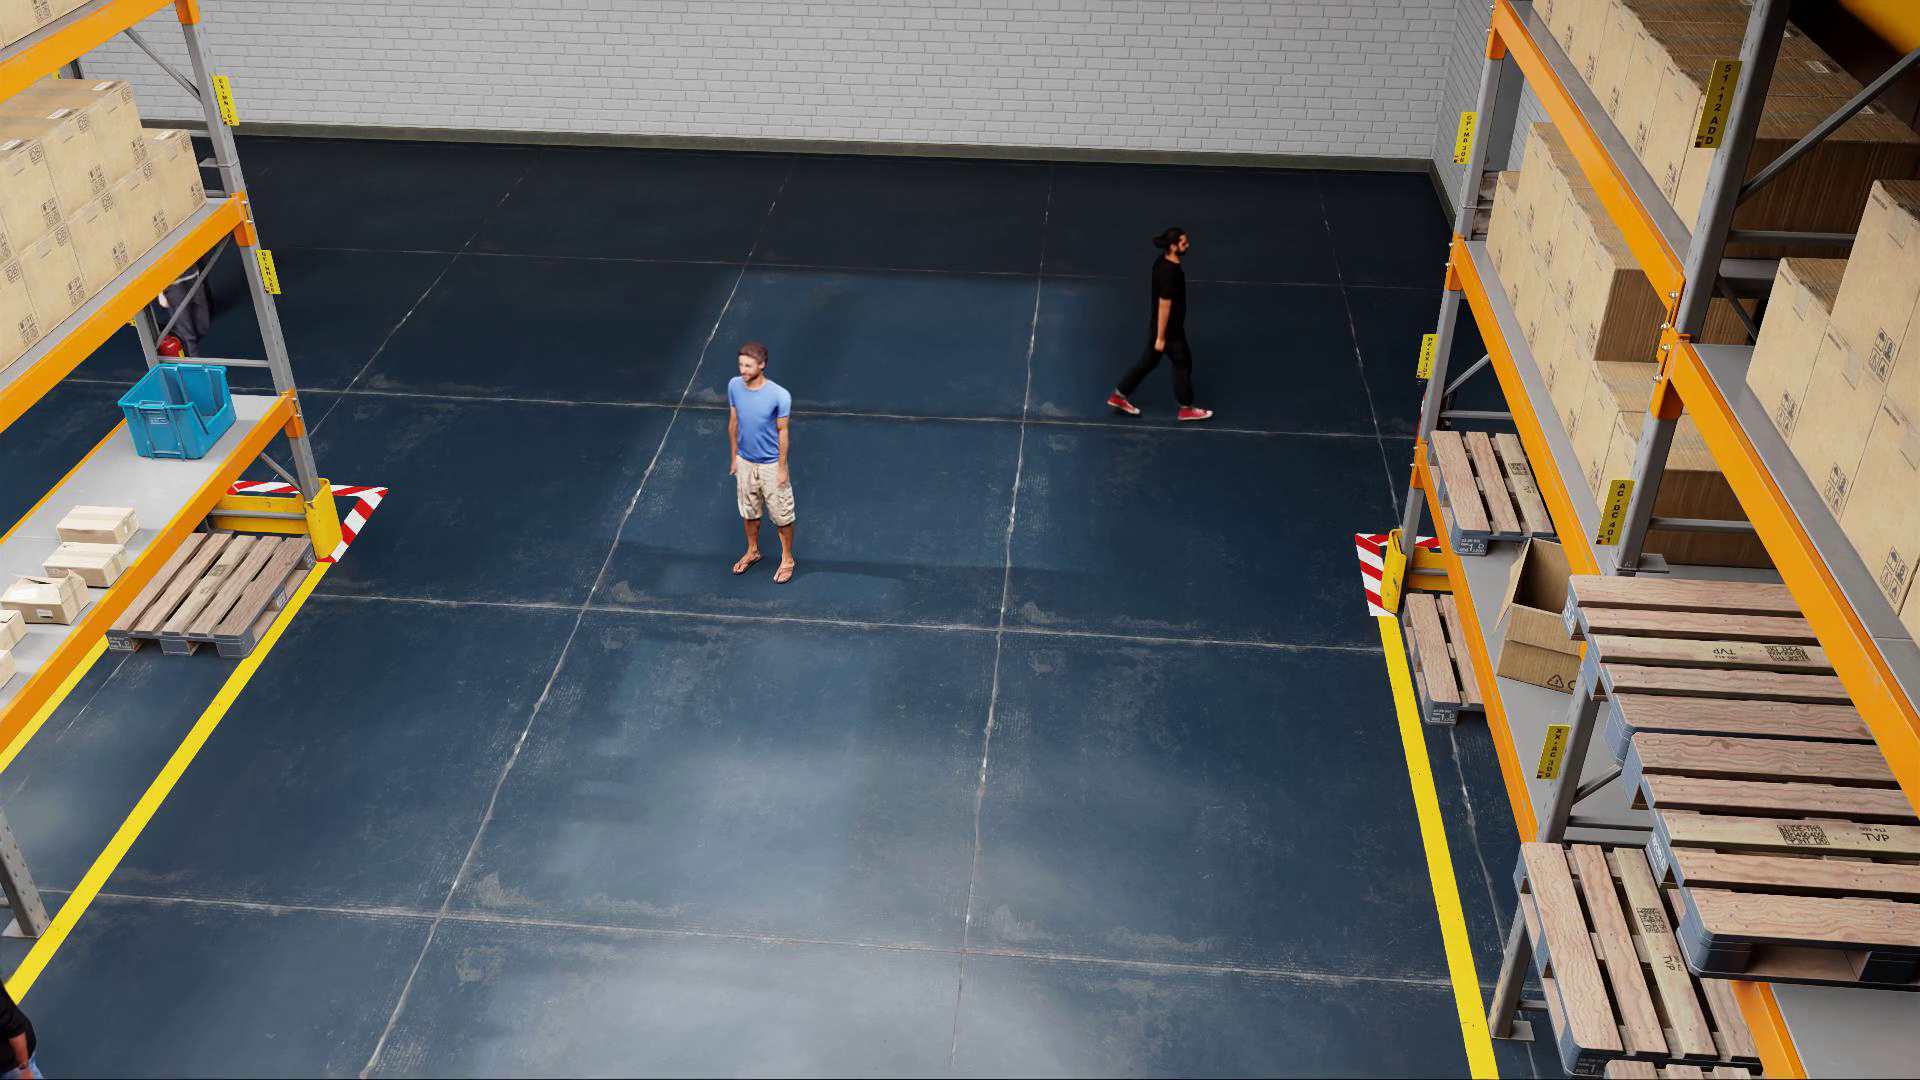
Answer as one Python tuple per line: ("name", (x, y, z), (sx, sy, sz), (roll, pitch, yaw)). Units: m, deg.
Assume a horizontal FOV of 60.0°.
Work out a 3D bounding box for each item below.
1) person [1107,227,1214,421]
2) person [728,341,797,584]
("person", (1.625, -1.759, 13.792), (0.767, 1.726, 1.079), (0, 34, 0))
("person", (-1.419, -0.583, 11.899), (0.704, 1.864, 0.661), (12, 35, 17))
